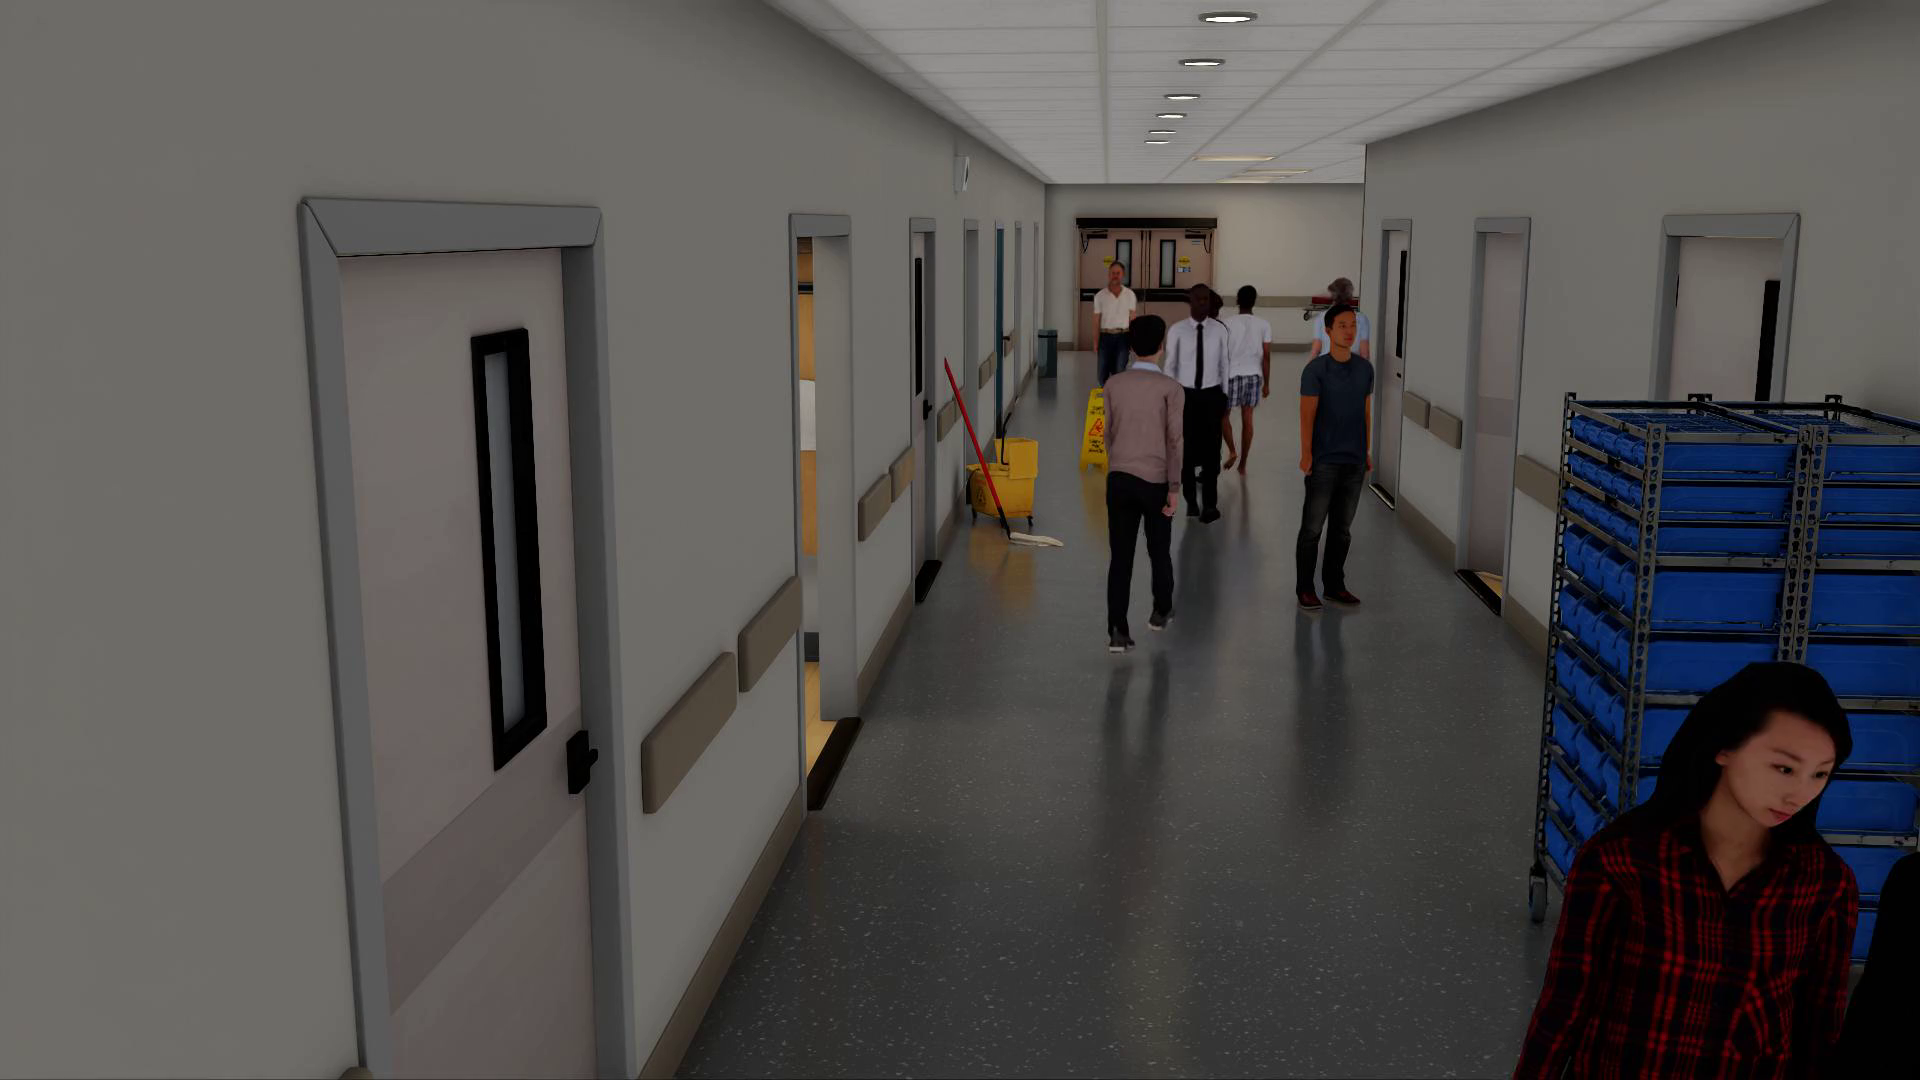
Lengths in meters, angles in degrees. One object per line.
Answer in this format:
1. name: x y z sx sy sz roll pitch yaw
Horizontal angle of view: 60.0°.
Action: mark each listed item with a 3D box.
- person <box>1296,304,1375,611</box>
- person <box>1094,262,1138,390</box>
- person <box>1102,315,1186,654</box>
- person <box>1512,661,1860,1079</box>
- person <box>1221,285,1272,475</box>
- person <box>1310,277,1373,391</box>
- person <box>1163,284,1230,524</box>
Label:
1. person: 2.230 -0.499 9.927 0.725 1.810 0.710 -4 12 -22
2. person: 1.815 -2.286 19.265 0.747 1.840 0.945 3 11 15
3. person: 0.914 -0.252 8.763 0.871 1.758 1.279 5 12 22
4. person: 1.132 0.951 2.777 0.672 1.627 0.643 1 11 4
5. person: 2.566 -1.433 15.104 0.675 1.716 0.660 0 11 1
6. person: 3.250 -1.332 14.308 0.774 1.814 0.905 3 11 16
7. person: 1.812 -1.036 12.781 0.690 1.802 1.168 1 11 3
